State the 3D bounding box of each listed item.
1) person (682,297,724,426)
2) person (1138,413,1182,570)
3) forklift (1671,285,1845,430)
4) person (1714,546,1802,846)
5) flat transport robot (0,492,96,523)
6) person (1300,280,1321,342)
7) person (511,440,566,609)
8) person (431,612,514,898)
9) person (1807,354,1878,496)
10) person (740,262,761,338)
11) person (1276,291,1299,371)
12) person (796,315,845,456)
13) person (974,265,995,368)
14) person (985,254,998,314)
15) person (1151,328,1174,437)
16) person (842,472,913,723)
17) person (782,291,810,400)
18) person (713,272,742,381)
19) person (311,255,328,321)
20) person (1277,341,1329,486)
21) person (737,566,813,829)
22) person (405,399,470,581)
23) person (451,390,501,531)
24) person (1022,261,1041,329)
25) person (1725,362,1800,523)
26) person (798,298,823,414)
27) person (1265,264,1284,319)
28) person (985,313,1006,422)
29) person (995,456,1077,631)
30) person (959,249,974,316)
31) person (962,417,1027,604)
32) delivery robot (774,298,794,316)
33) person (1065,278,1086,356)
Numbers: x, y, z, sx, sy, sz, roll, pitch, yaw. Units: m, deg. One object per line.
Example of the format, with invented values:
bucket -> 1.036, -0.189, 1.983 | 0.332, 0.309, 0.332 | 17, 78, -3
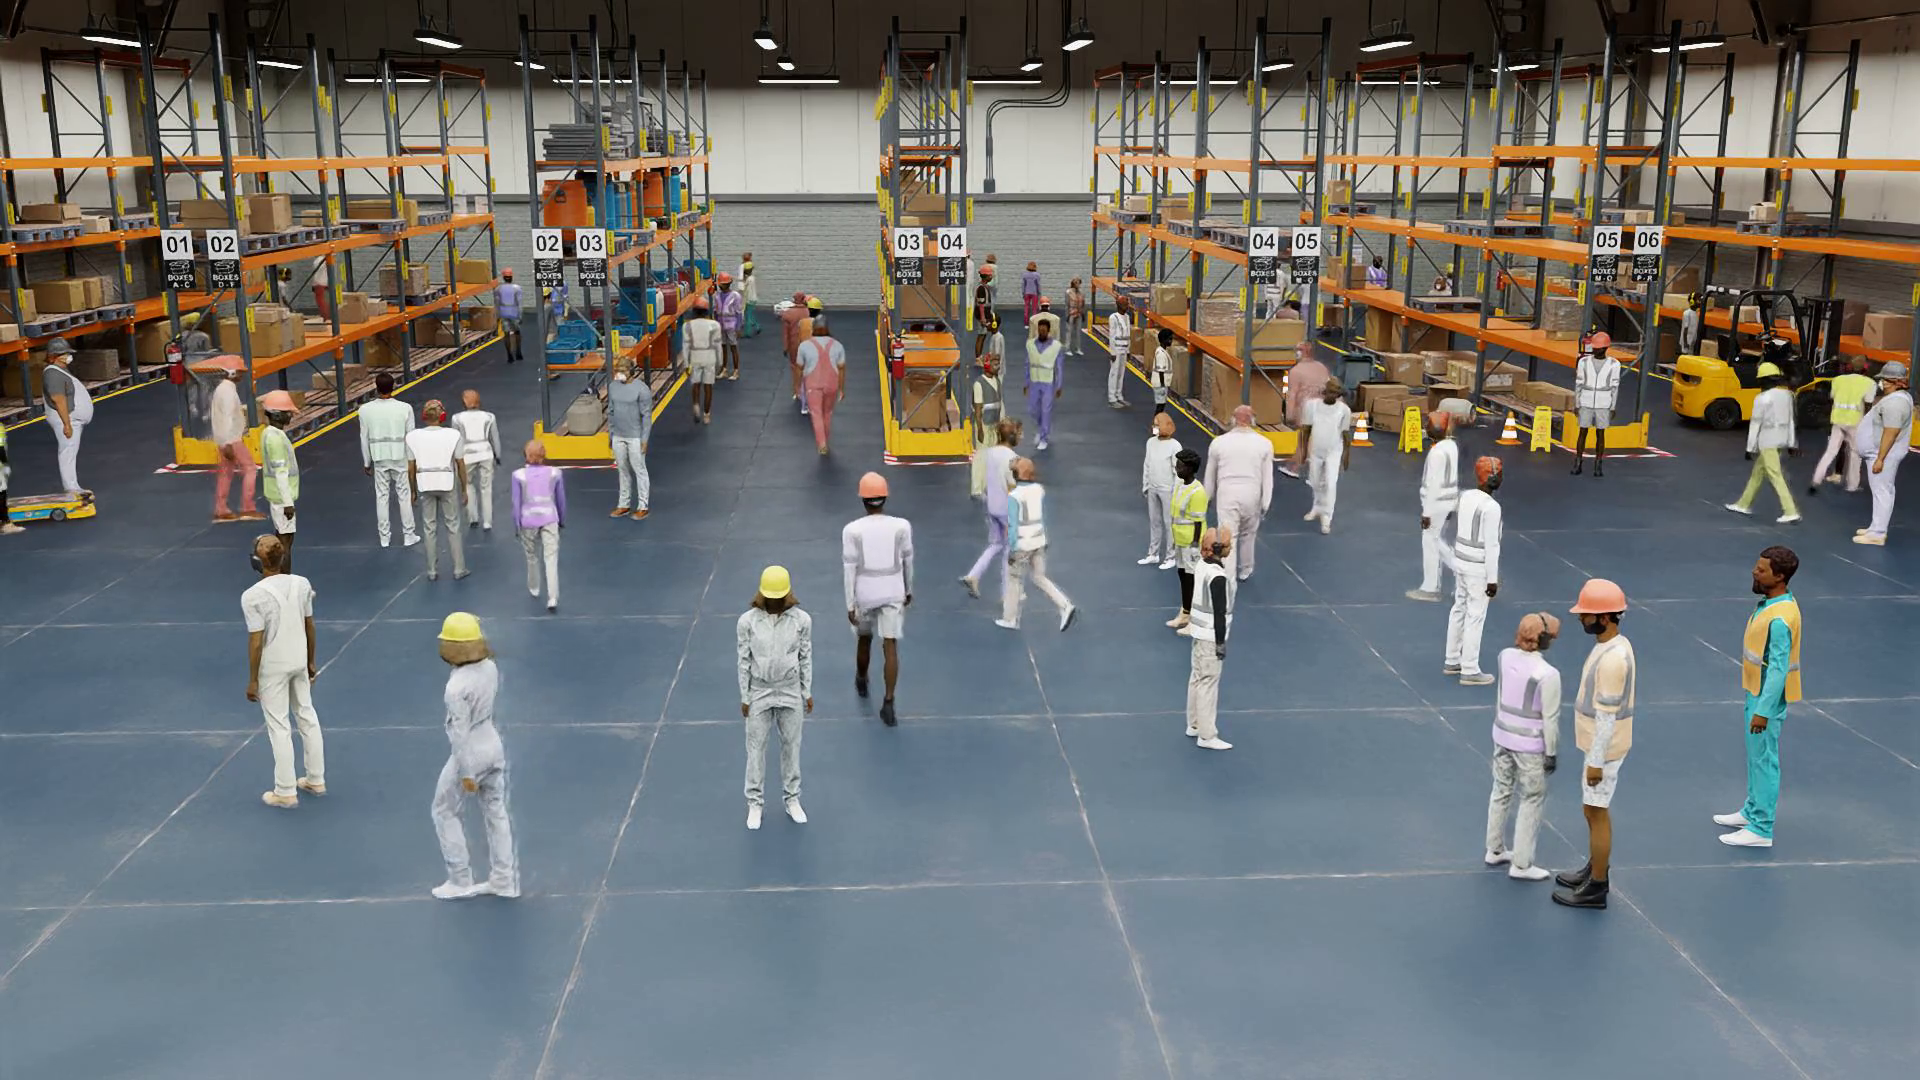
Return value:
person -> -4.047, -2.821, 26.257 | 0.616, 2.024, 0.542 | 0, 13, -2
person -> 2.096, -0.515, 17.322 | 0.273, 1.632, 0.507 | -11, 17, -38
forklift -> 12.503, -2.886, 26.166 | 2.313, 2.155, 1.214 | -1, 13, -3
person -> 5.041, 0.972, 10.406 | 0.392, 1.922, 0.593 | 5, 14, 19
flat transport robot -> -11.001, -0.362, 19.591 | 1.431, 0.197, 0.652 | -7, 15, -29
person -> 7.866, -5.276, 37.291 | 0.549, 1.720, 0.736 | 7, 15, 28
person -> -4.004, -0.153, 15.888 | 0.523, 1.589, 0.875 | -5, 14, -20
person -> -2.872, 1.249, 9.651 | 0.589, 1.725, 0.492 | 5, 14, 19
person -> 11.085, -1.422, 20.843 | 0.857, 1.802, 0.594 | -9, 16, -34
person -> -4.861, -5.514, 38.223 | 0.421, 1.757, 0.547 | -2, 13, -9
person -> 5.968, -3.638, 30.269 | 0.310, 1.769, 0.523 | -12, 18, -42
person -> -1.981, -2.244, 23.774 | 0.695, 2.000, 0.969 | -4, 14, -17
person -> 0.500, -4.465, 33.210 | 0.410, 2.034, 0.604 | 2, 13, 8
person -> 0.802, -6.584, 43.053 | 0.504, 1.624, 0.315 | 11, 17, 40
person -> 3.022, -2.326, 24.879 | 0.324, 1.685, 0.540 | 2, 13, 8
person -> -0.637, 0.410, 12.889 | 0.559, 1.880, 1.017 | -2, 13, -8
person -> -2.756, -3.353, 28.795 | 0.651, 1.892, 0.469 | -4, 14, -17
person -> -4.381, -3.998, 31.214 | 0.605, 2.037, 0.394 | 7, 15, 28
person -> -15.999, -6.376, 41.402 | 0.548, 1.973, 0.659 | 0, 13, 2
person -> 4.477, -1.658, 21.699 | 0.647, 1.847, 0.940 | -12, 18, -40
person -> -1.180, 1.001, 10.685 | 0.483, 1.734, 0.319 | -4, 14, -15
person -> -5.262, -0.493, 16.770 | 0.565, 1.845, 0.384 | -2, 13, -7
person -> -5.563, -0.935, 19.144 | 0.552, 1.602, 0.751 | -5, 14, -20
person -> 1.730, -5.910, 40.175 | 0.498, 1.634, 0.279 | 6, 15, 24
person -> 9.545, -1.148, 19.535 | 0.600, 1.868, 1.006 | -8, 15, -31
person -> -2.393, -2.992, 27.220 | 0.581, 1.919, 0.407 | 11, 17, 39
person -> 7.224, -5.568, 38.214 | 0.349, 1.879, 0.578 | -8, 16, -31
person -> 0.543, -2.528, 25.378 | 0.326, 1.861, 0.504 | -1, 13, -3
person -> 0.666, 0.051, 14.985 | 0.710, 1.608, 0.551 | 11, 17, 39
person -> 0.171, -6.693, 43.261 | 0.349, 1.743, 0.563 | 5, 14, 20
person -> 0.363, -0.256, 15.808 | 0.594, 1.827, 0.523 | -10, 17, -37
delivery robot -> -4.407, -5.884, 42.177 | 0.477, 0.478, 0.707 | 7, 15, 28
person -> 2.423, -4.713, 35.112 | 0.521, 1.633, 0.313 | -8, 16, -32
